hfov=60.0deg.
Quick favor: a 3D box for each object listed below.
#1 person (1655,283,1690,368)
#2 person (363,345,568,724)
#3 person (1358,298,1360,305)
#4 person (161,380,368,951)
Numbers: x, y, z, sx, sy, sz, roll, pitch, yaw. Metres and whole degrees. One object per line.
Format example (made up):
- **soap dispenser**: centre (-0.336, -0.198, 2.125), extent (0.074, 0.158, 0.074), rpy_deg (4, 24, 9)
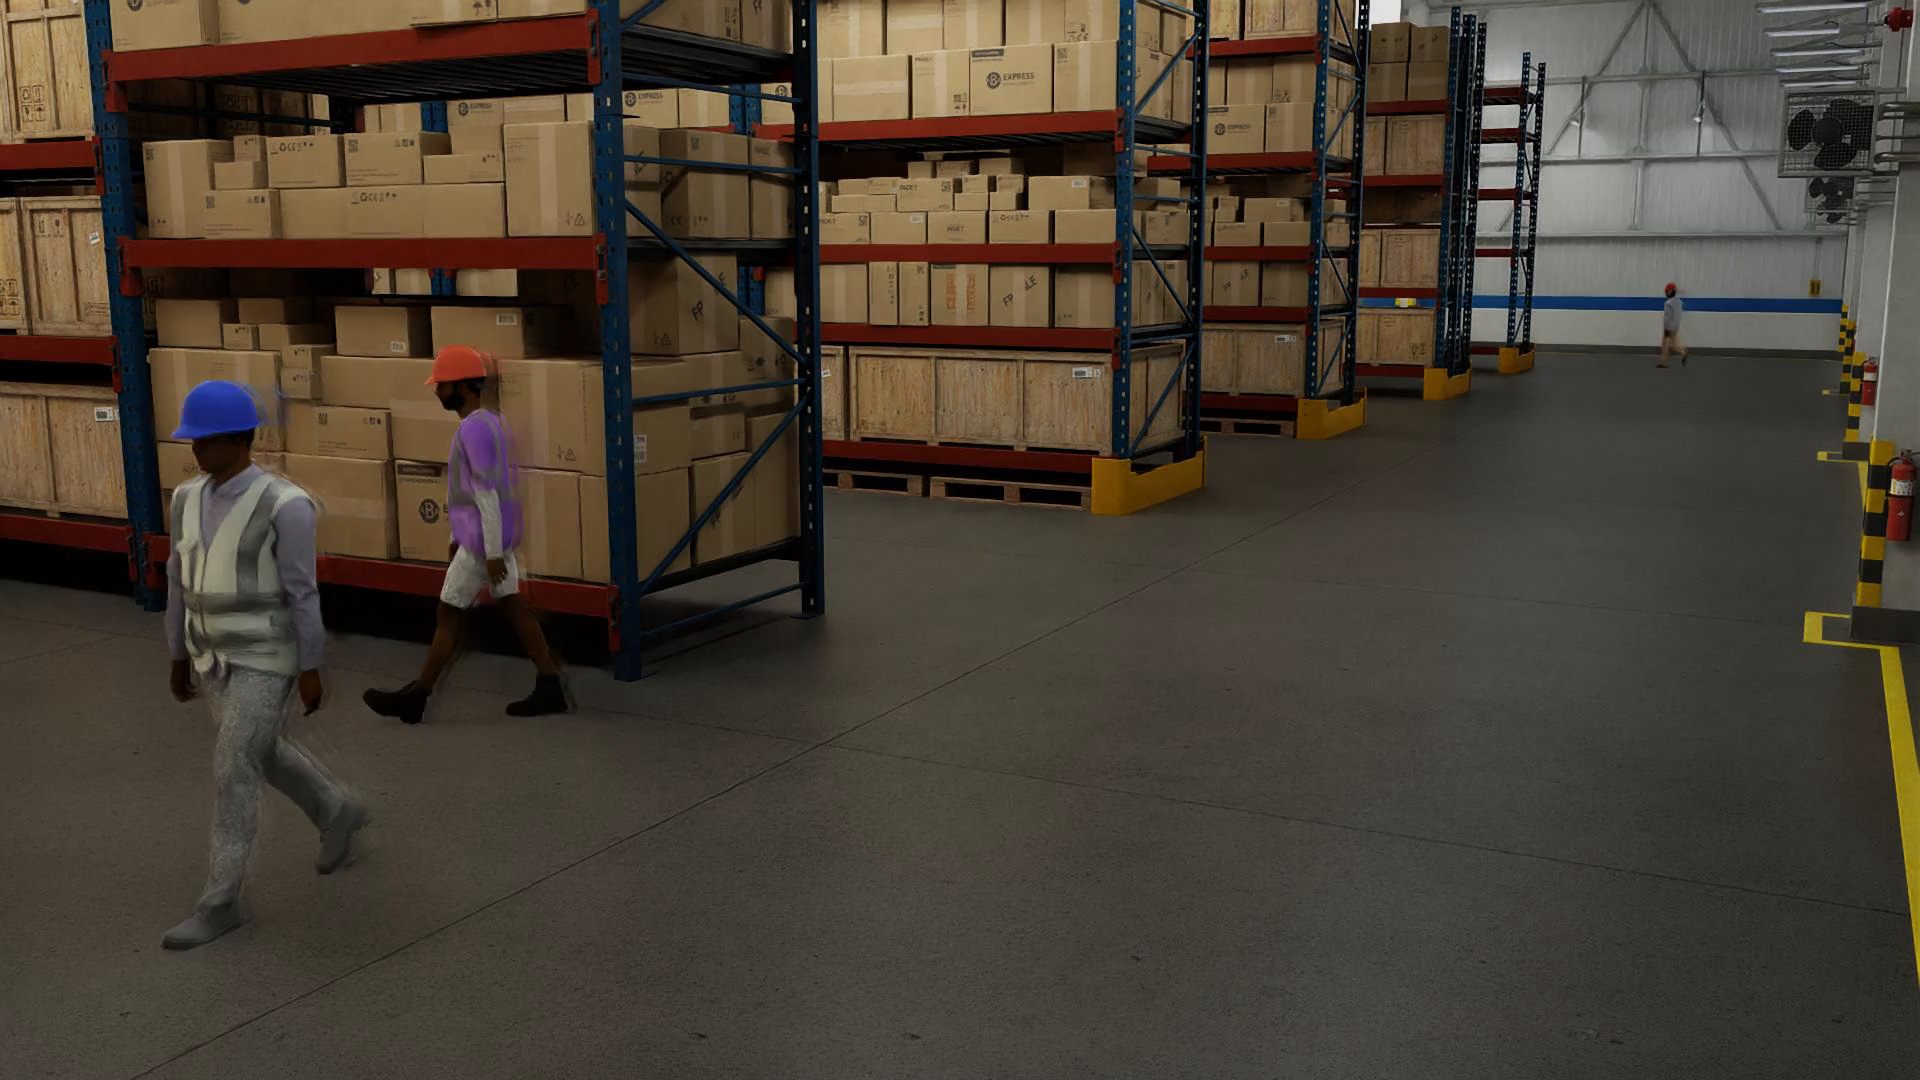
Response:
- **person**: centre (14.396, -4.317, 33.550), extent (0.563, 1.733, 0.592), rpy_deg (-6, 12, -32)
- **person**: centre (-2.451, -0.020, 8.243), extent (1.002, 1.877, 0.572), rpy_deg (-2, 10, -11)
- **person**: centre (9.375, -5.366, 39.635), extent (0.355, 1.733, 0.570), rpy_deg (0, 10, 1)
- **person**: centre (-2.490, 0.376, 5.885), extent (0.625, 1.913, 0.947), rpy_deg (5, 11, 25)
